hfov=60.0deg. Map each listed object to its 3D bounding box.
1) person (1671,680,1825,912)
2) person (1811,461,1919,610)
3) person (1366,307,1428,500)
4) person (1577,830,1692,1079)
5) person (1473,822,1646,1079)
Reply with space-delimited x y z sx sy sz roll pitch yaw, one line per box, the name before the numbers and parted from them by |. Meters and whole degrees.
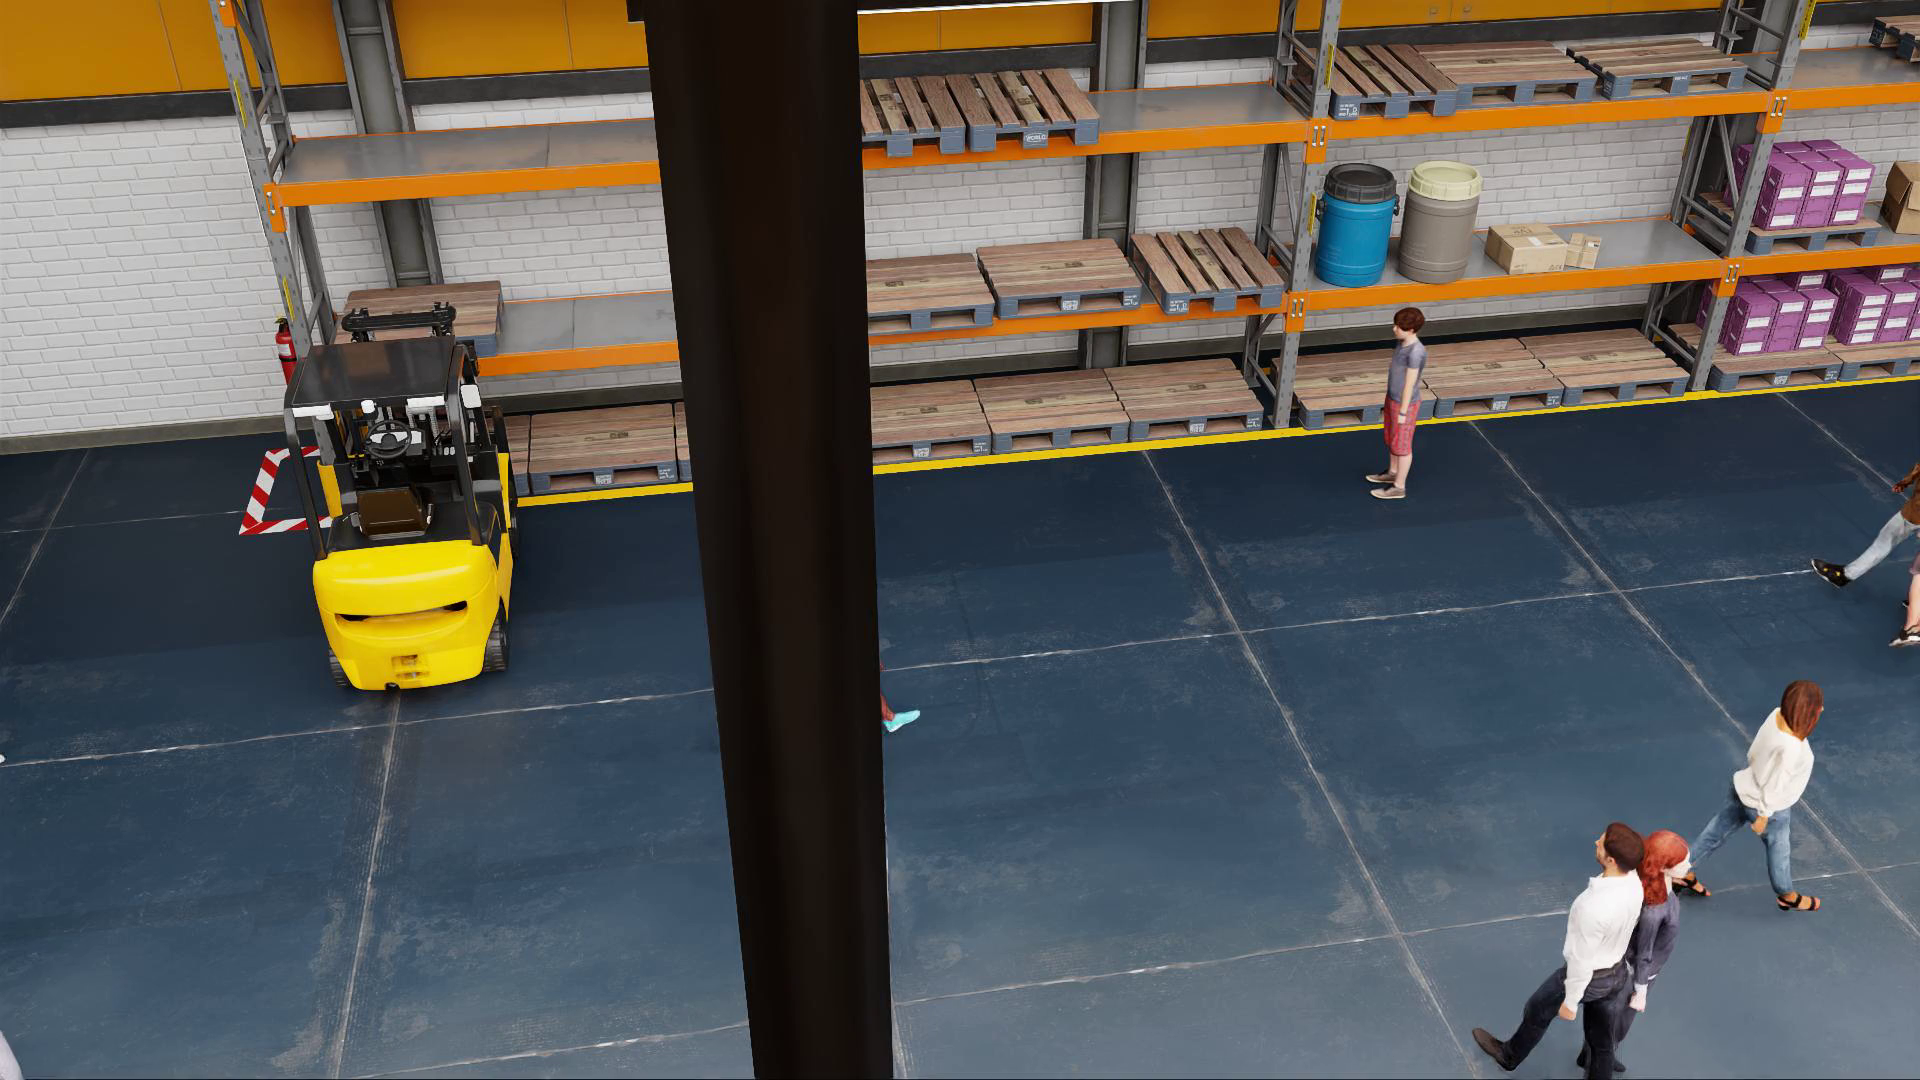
person | 4.499 1.470 9.523 1.137 1.642 0.892 7 34 10
person | 7.037 -0.187 11.904 1.182 1.767 1.199 28 42 35
person | 3.574 -1.110 13.401 0.554 1.647 0.584 -2 34 -4
person | 3.386 2.149 8.378 0.660 1.779 0.656 11 35 17
person | 3.201 2.215 8.225 1.069 1.839 1.024 -22 40 -30
